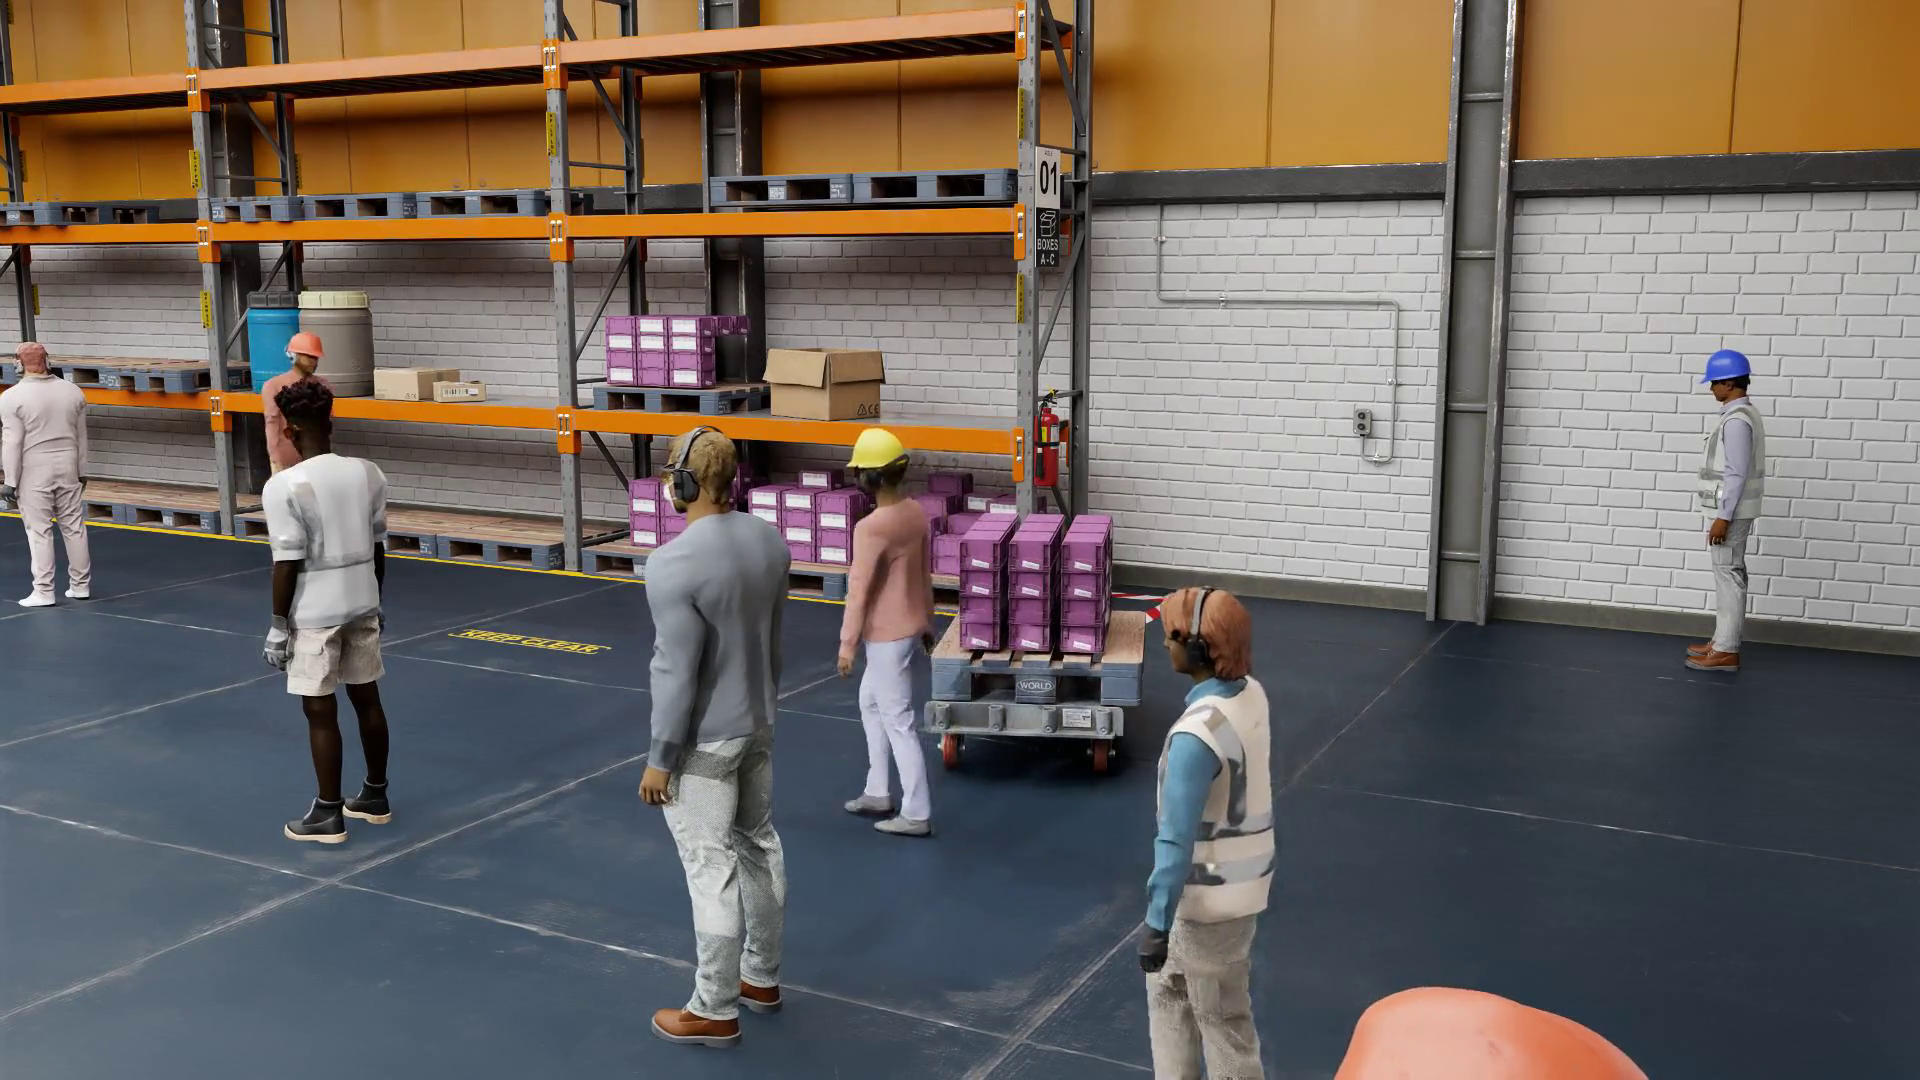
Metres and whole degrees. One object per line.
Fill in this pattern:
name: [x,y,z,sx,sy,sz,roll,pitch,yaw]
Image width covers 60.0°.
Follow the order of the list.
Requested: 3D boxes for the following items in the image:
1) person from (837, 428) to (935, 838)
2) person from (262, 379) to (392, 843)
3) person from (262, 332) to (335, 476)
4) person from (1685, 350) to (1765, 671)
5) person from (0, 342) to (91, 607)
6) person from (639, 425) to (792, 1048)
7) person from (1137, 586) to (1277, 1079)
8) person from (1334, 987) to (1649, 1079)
person: [-0.375,0.395,7.083,0.632,1.743,0.559,4,10,24]
person: [-2.685,0.300,7.052,0.380,1.958,0.602,5,10,27]
person: [-5.012,-0.617,12.749,1.056,1.928,0.626,9,13,43]
person: [4.633,-0.177,10.056,0.402,1.937,0.603,5,10,27]
person: [-6.596,-0.468,11.972,0.406,1.902,0.638,5,10,27]
person: [-0.768,0.610,5.198,0.370,1.941,0.627,5,10,27]
person: [0.567,0.912,4.285,0.599,1.615,0.551,4,10,24]
person: [0.389,1.259,1.233,0.374,1.928,0.543,5,10,27]
